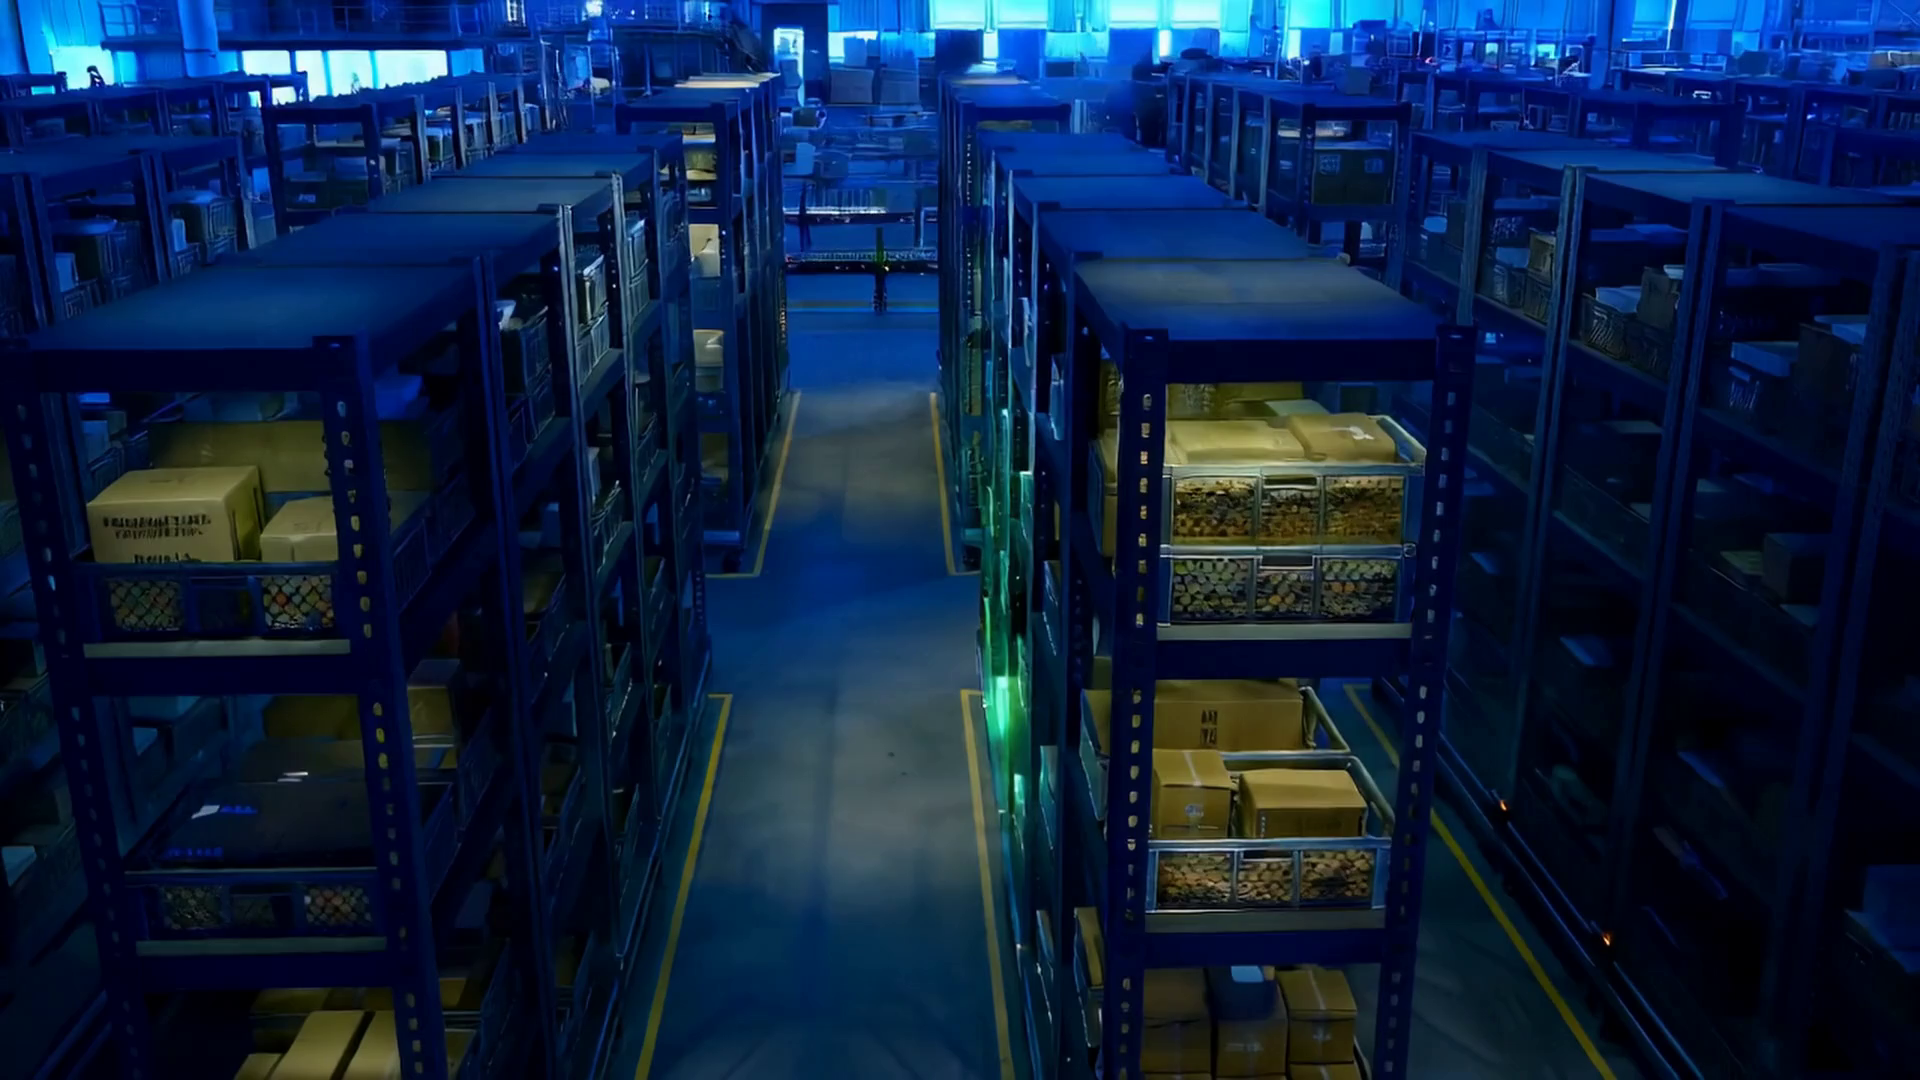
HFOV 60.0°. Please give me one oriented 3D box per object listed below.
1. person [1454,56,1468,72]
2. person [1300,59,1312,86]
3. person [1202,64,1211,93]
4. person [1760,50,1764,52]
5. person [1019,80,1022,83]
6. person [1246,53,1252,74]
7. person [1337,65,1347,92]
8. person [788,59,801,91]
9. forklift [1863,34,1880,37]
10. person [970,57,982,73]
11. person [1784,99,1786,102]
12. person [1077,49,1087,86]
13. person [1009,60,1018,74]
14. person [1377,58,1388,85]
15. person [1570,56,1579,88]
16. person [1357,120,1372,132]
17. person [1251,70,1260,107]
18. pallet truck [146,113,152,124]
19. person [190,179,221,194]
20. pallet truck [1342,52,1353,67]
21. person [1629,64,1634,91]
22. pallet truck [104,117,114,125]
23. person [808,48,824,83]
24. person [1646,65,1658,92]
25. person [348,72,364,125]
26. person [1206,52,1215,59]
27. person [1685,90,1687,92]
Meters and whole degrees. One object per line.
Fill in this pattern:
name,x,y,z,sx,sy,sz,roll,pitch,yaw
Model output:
person,24.006,-22.272,79.817,0.619,1.858,0.975,7,19,21
person,15.646,-20.785,75.226,0.503,1.861,0.328,7,19,20
person,9.711,-17.747,65.525,0.978,2.000,0.693,1,18,3
person,41.793,-24.613,86.937,0.546,1.939,0.375,-8,20,-24
person,1.872,-13.180,51.425,0.414,2.030,0.612,-13,22,-36
person,15.724,-25.628,90.454,0.480,1.701,0.597,-2,18,-6
person,15.032,-17.717,65.591,0.350,1.942,0.545,5,19,15
person,-8.406,-23.786,84.614,0.698,1.809,0.431,7,19,21
forklift,44.123,-23.231,81.154,1.129,2.768,1.873,-1,18,-2
person,0.750,-21.060,75.980,0.638,1.923,0.467,15,23,39
person,32.614,-17.761,65.843,0.333,1.873,0.520,-9,20,-26
person,6.648,-25.391,89.354,0.741,1.924,0.643,10,21,29
person,2.464,-20.111,73.075,0.945,1.894,0.555,-10,21,-29
person,20.775,-22.817,81.759,0.536,1.699,0.322,0,18,0
person,29.955,-22.616,80.938,0.655,1.827,0.535,0,18,0
person,11.627,-11.938,48.030,0.528,1.752,0.598,1,18,3
person,10.556,-15.767,59.472,0.375,1.995,0.611,-12,21,-32
pallet truck,-18.087,-8.309,36.390,1.885,1.965,0.823,-1,18,-4
person,-11.834,-5.036,26.434,0.657,1.885,0.594,-16,24,-41
pallet truck,18.794,-23.123,82.231,0.823,1.965,1.885,-13,22,-35
person,30.695,-21.076,76.049,0.658,1.894,0.990,-14,23,-38
pallet truck,-18.367,-7.885,35.078,1.885,1.965,0.823,1,18,2
person,-8.074,-26.586,93.120,0.885,1.895,0.589,-3,18,-9
person,28.728,-18.786,69.065,1.081,1.842,0.618,-7,19,-21
person,-21.902,-16.035,60.483,0.576,1.883,0.355,-1,18,-4
person,13.091,-24.739,87.518,0.634,1.829,0.436,9,20,25
person,25.278,-15.331,58.174,0.609,1.960,0.371,1,18,4
